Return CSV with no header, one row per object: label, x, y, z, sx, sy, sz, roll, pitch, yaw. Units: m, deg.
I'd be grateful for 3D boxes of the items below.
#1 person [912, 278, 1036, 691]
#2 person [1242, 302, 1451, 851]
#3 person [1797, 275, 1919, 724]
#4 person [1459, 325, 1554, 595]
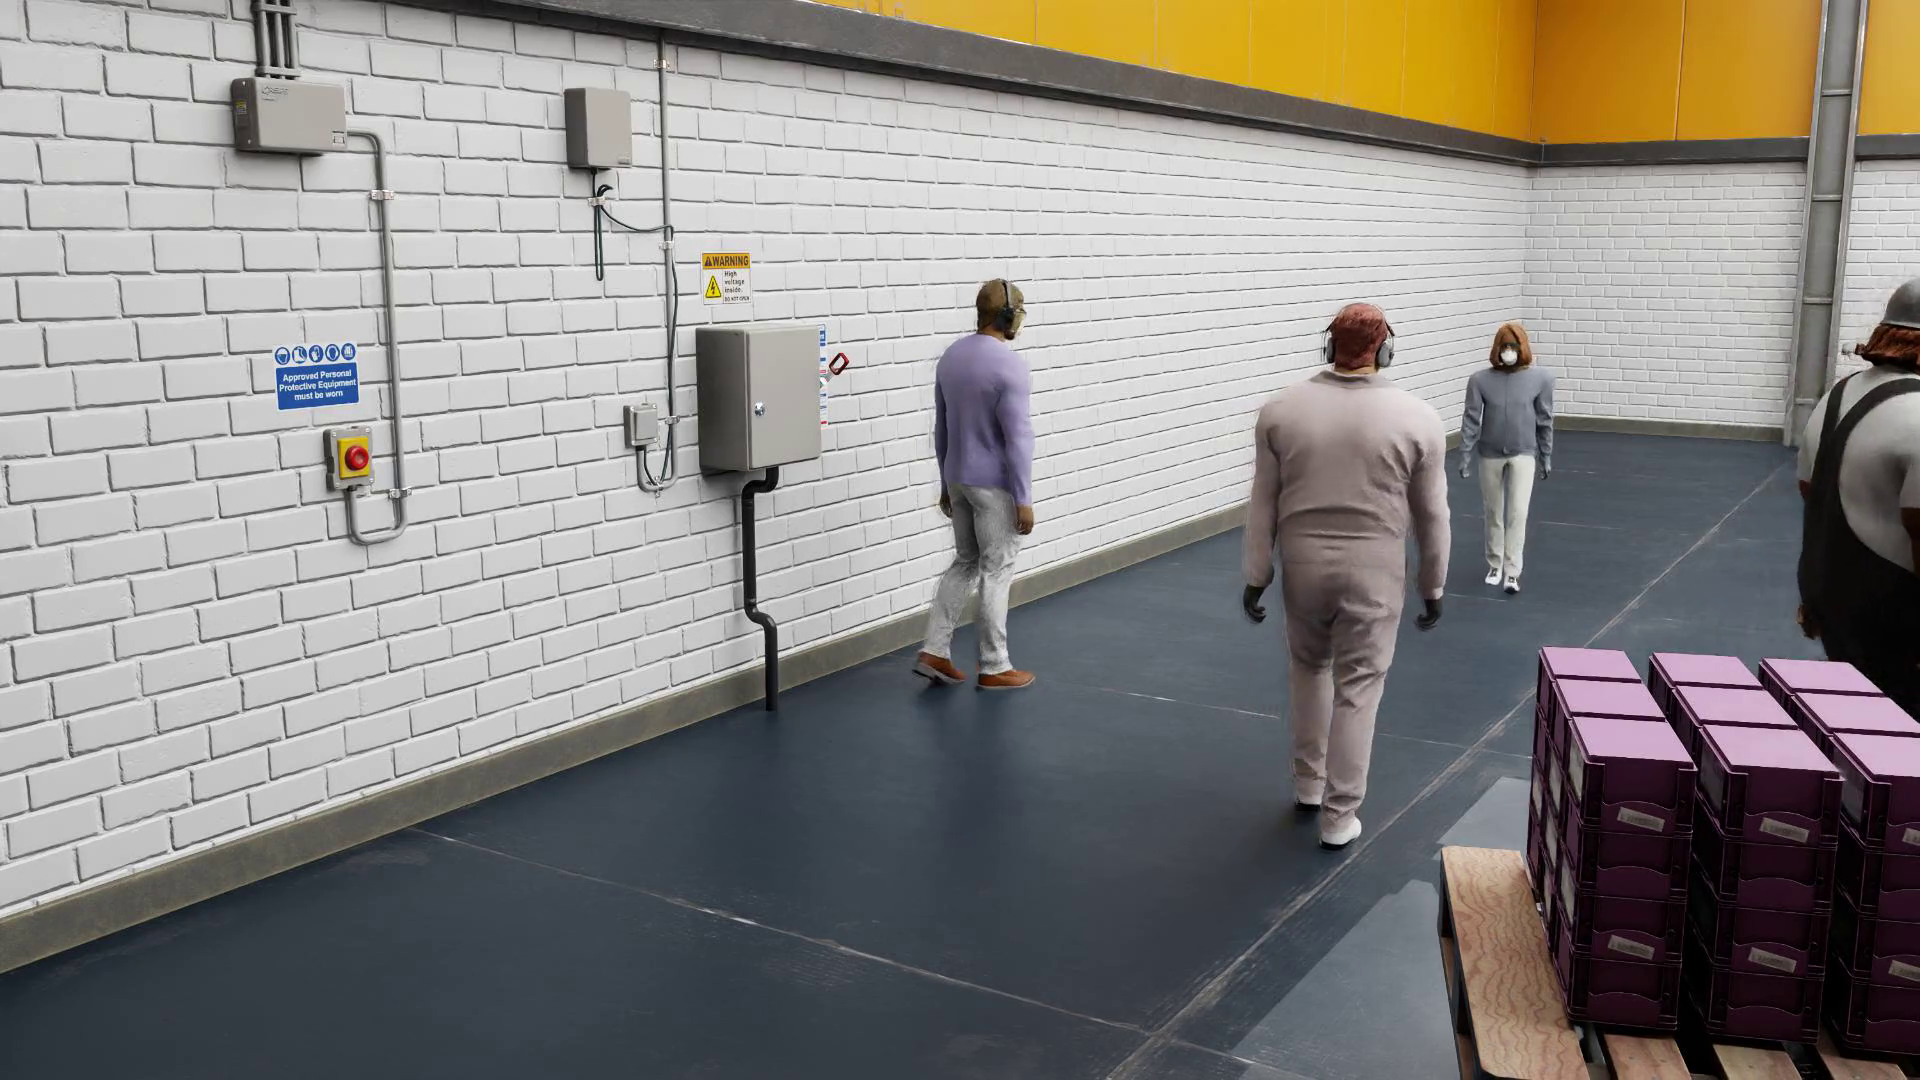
person,0.071,-0.229,7.692,0.552,1.928,0.666,-7,13,-35
person,1.384,0.110,5.877,0.682,1.883,0.711,5,11,24
person,2.859,0.160,5.179,0.654,2.000,0.680,1,10,3
person,3.240,-0.471,9.910,0.521,1.594,0.814,4,11,23
